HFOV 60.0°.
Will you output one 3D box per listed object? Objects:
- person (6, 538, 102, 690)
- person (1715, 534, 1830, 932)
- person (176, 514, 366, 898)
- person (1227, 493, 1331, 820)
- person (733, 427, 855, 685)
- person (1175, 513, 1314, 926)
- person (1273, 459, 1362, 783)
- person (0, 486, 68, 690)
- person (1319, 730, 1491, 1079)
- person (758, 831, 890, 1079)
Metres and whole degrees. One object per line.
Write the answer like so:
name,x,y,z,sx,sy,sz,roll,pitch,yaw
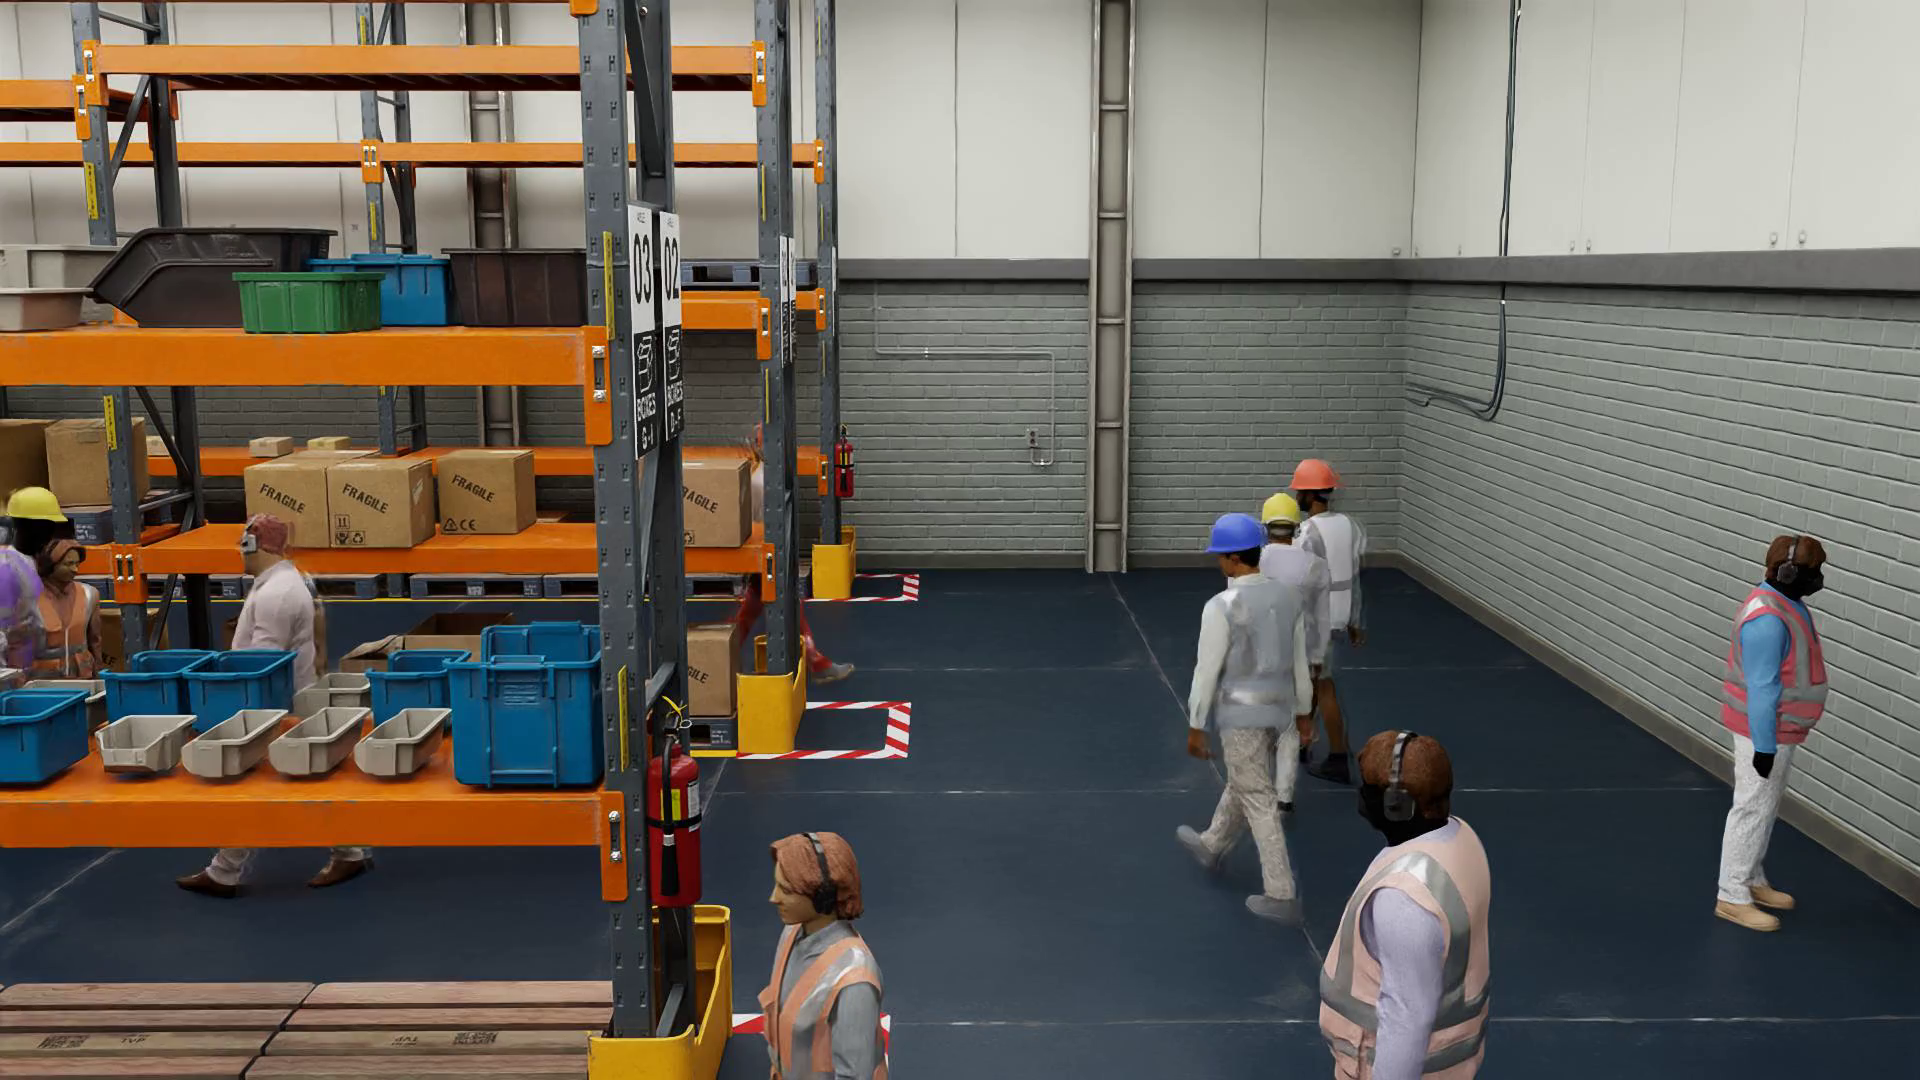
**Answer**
person,-4.939,0.774,9.023,0.602,1.604,0.531,6,11,34
person,3.767,0.876,7.706,0.432,1.834,0.629,6,11,32
person,-3.363,0.808,8.077,0.872,1.842,0.620,-6,11,-31
person,1.787,0.621,9.413,0.597,1.779,0.917,2,9,11
person,-1.326,0.101,12.125,1.039,1.930,0.634,-1,9,-4
person,1.312,0.810,7.932,0.632,1.883,0.994,-7,12,-38
person,2.077,0.465,9.998,0.560,1.898,0.862,-7,12,-38
person,-5.096,0.661,8.888,0.701,1.905,0.625,-1,9,-9
person,1.172,1.403,4.437,0.429,1.839,0.634,5,10,27
person,-0.337,1.533,4.277,0.313,1.633,0.527,-4,10,-23
